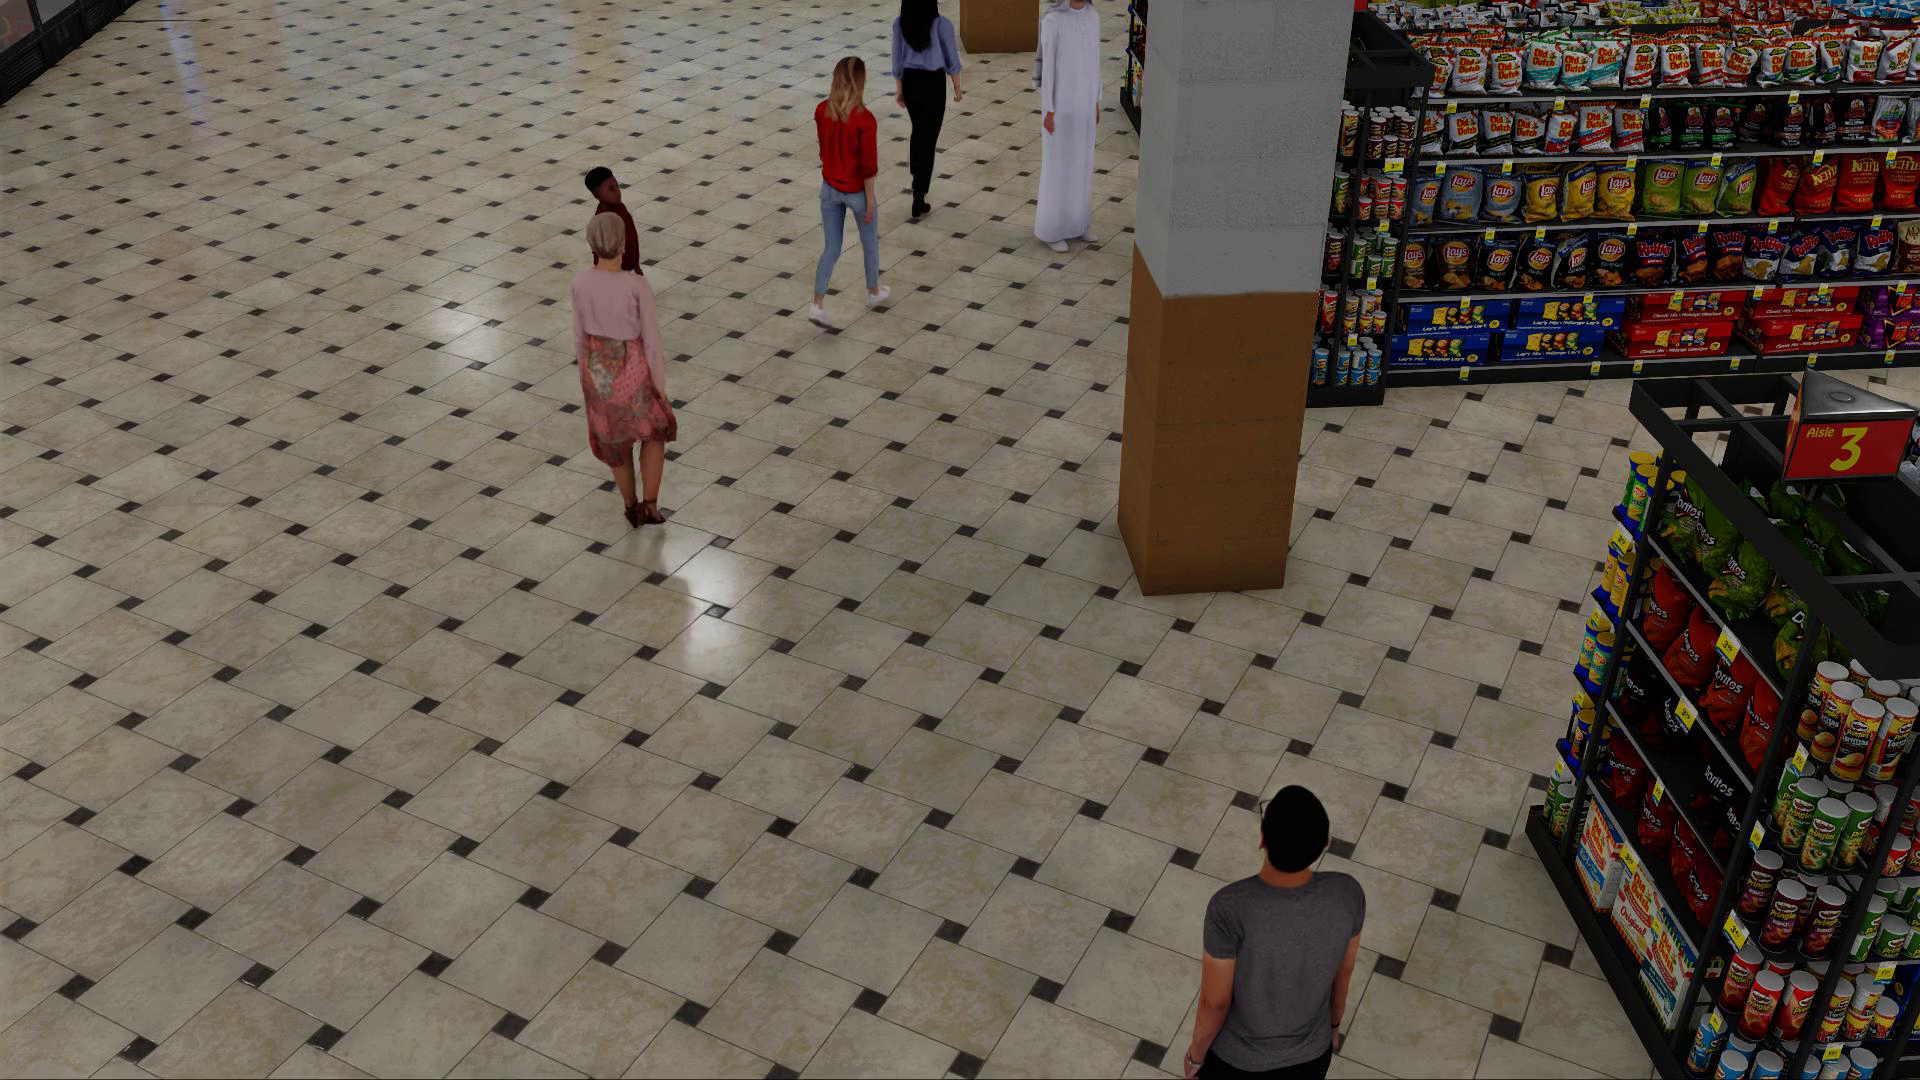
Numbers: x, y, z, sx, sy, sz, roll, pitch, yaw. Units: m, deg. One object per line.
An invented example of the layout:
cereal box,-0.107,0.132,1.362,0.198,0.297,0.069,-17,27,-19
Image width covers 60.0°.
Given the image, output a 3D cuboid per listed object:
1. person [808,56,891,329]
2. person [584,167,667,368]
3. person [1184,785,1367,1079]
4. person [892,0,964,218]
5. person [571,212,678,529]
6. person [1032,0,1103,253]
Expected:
person,-0.748,-2.103,10.275,1.114,1.670,1.032,14,34,21
person,-2.101,-1.621,9.907,0.886,1.239,0.650,7,32,10
person,0.849,1.376,4.603,0.539,1.755,0.707,-8,33,-13
person,-0.288,-3.157,11.912,0.761,1.730,0.841,13,34,20
person,-1.666,-0.757,8.097,0.573,1.685,0.706,1,32,1
person,0.752,-2.978,11.439,0.774,1.927,0.858,-25,39,-34
